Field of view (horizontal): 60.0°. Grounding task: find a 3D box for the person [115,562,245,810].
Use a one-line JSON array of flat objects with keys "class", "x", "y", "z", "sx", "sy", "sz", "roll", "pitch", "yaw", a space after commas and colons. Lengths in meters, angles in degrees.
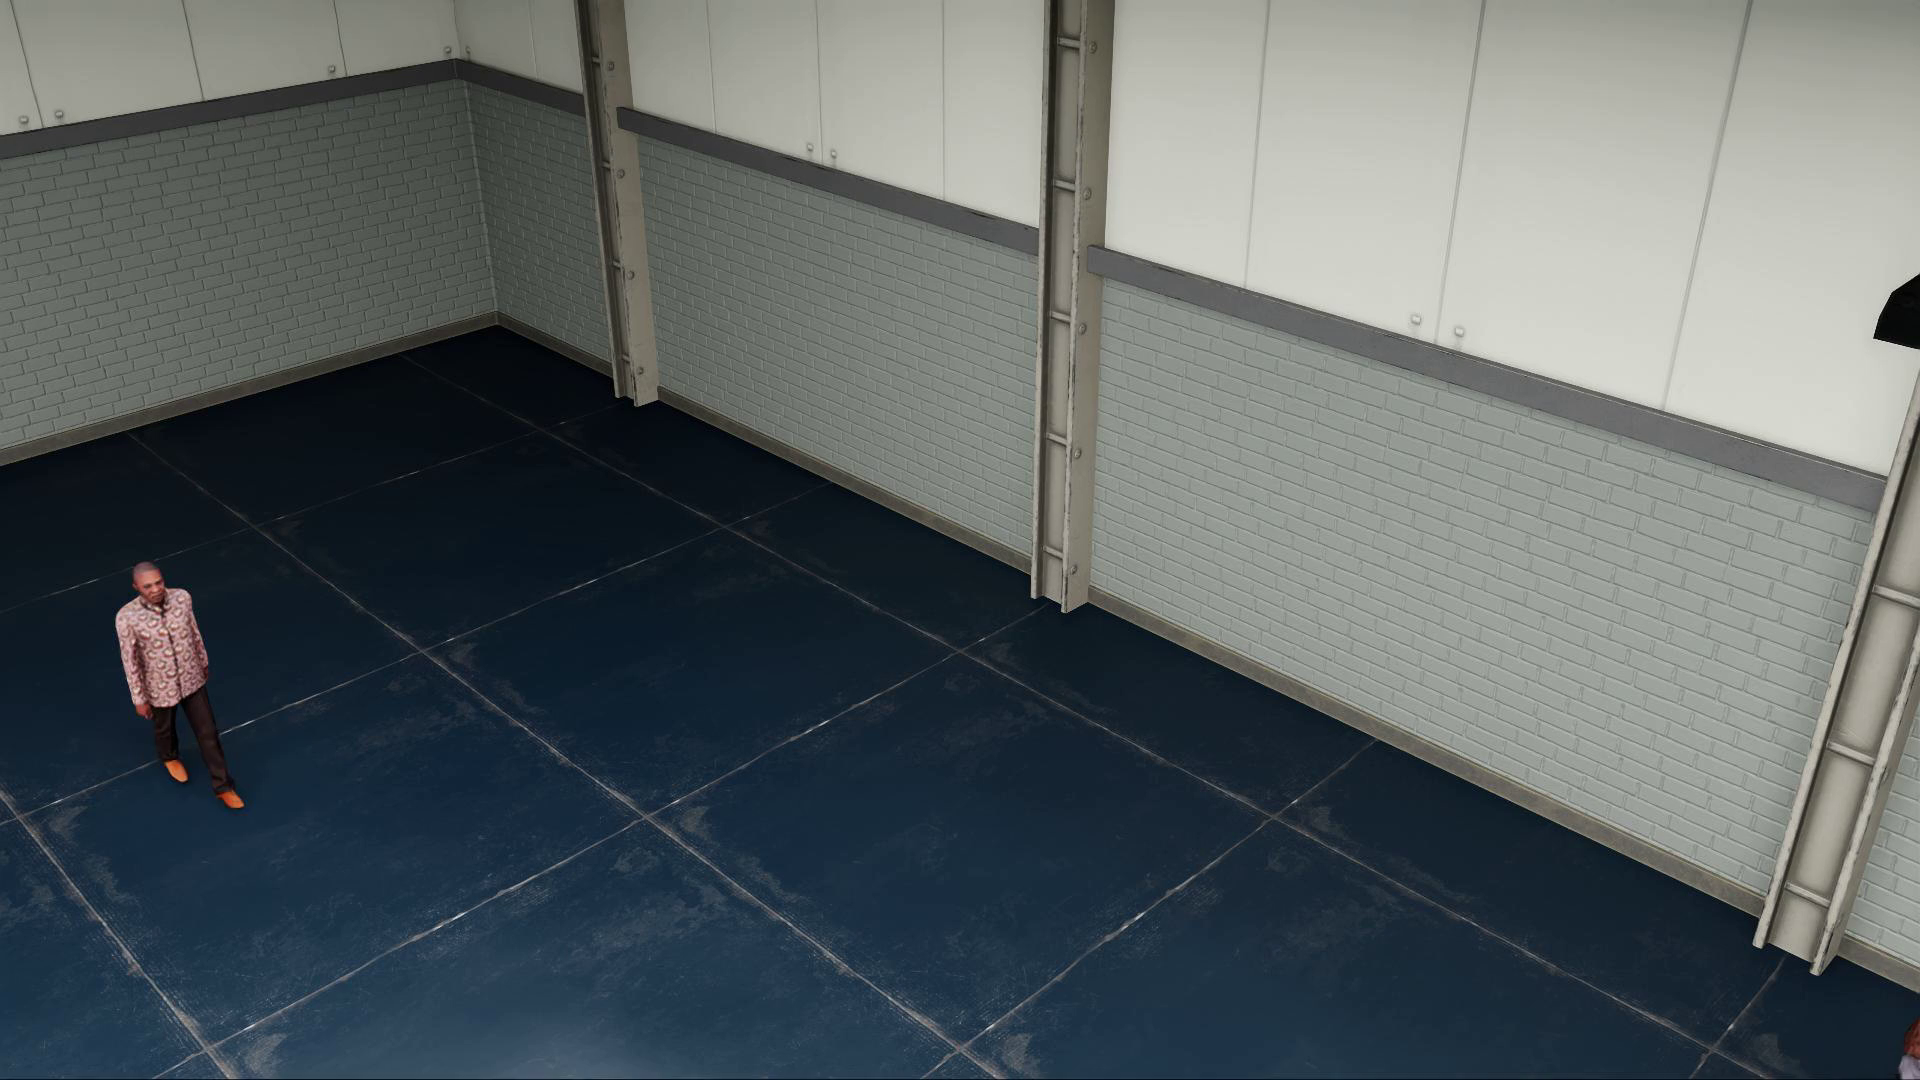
[{"class": "person", "x": -5.308, "y": 0.928, "z": 11.135, "sx": 0.707, "sy": 1.763, "sz": 1.149, "roll": -25, "pitch": 37, "yaw": -38}]
